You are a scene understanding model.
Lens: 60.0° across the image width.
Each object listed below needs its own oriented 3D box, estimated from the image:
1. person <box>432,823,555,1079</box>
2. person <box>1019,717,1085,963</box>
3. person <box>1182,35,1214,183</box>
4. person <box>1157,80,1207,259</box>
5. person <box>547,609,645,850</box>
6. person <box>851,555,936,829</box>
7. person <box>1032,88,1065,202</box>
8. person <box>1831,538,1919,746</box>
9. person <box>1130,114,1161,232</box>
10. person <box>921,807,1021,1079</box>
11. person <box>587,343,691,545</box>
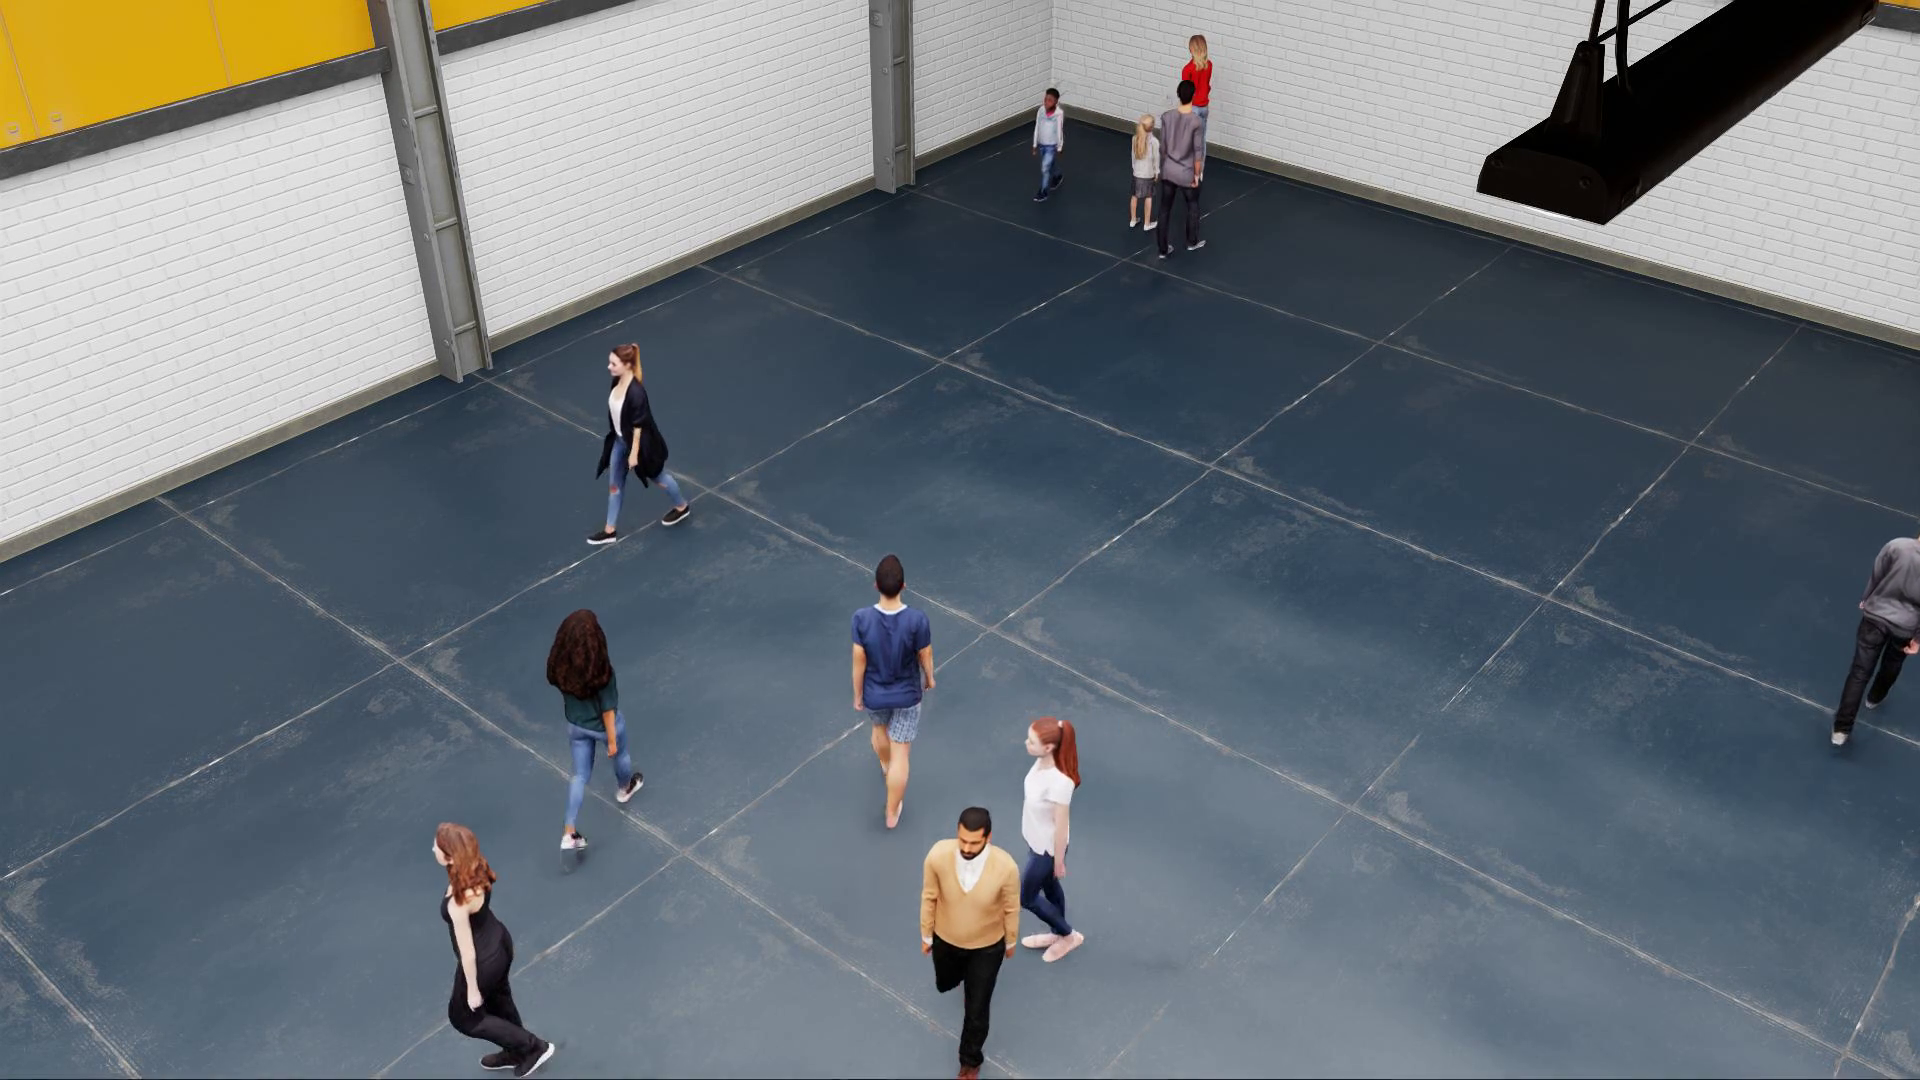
[{"bbox_3d":[-2.324,2.109,8.413,0.864,1.736,0.806,-2,34,-3],"label":"person"},{"bbox_3d":[0.580,1.650,9.114,0.769,1.725,0.707,1,34,1],"label":"person"},{"bbox_3d":[2.679,-4.912,19.007,0.520,1.703,0.720,-24,41,-32],"label":"person"},{"bbox_3d":[2.230,-3.789,17.206,0.758,1.826,0.868,18,38,25],"label":"person"},{"bbox_3d":[-2.250,1.156,9.986,0.829,1.582,1.162,12,35,17],"label":"person"},{"bbox_3d":[-0.421,0.972,10.051,0.966,1.817,1.105,3,34,5],"label":"person"},{"bbox_3d":[1.037,-4.519,18.827,0.466,1.248,0.853,25,41,32],"label":"person"},{"bbox_3d":[5.989,0.572,10.737,0.658,1.724,1.133,23,40,31],"label":"person"},{"bbox_3d":[1.999,-3.997,18.019,0.502,1.274,0.516,23,40,31],"label":"person"},{"bbox_3d":[0.056,2.002,8.577,0.920,1.734,1.155,9,35,13],"label":"person"},{"bbox_3d":[-2.406,-0.743,12.796,1.155,1.636,0.780,-22,40,-30],"label":"person"}]
